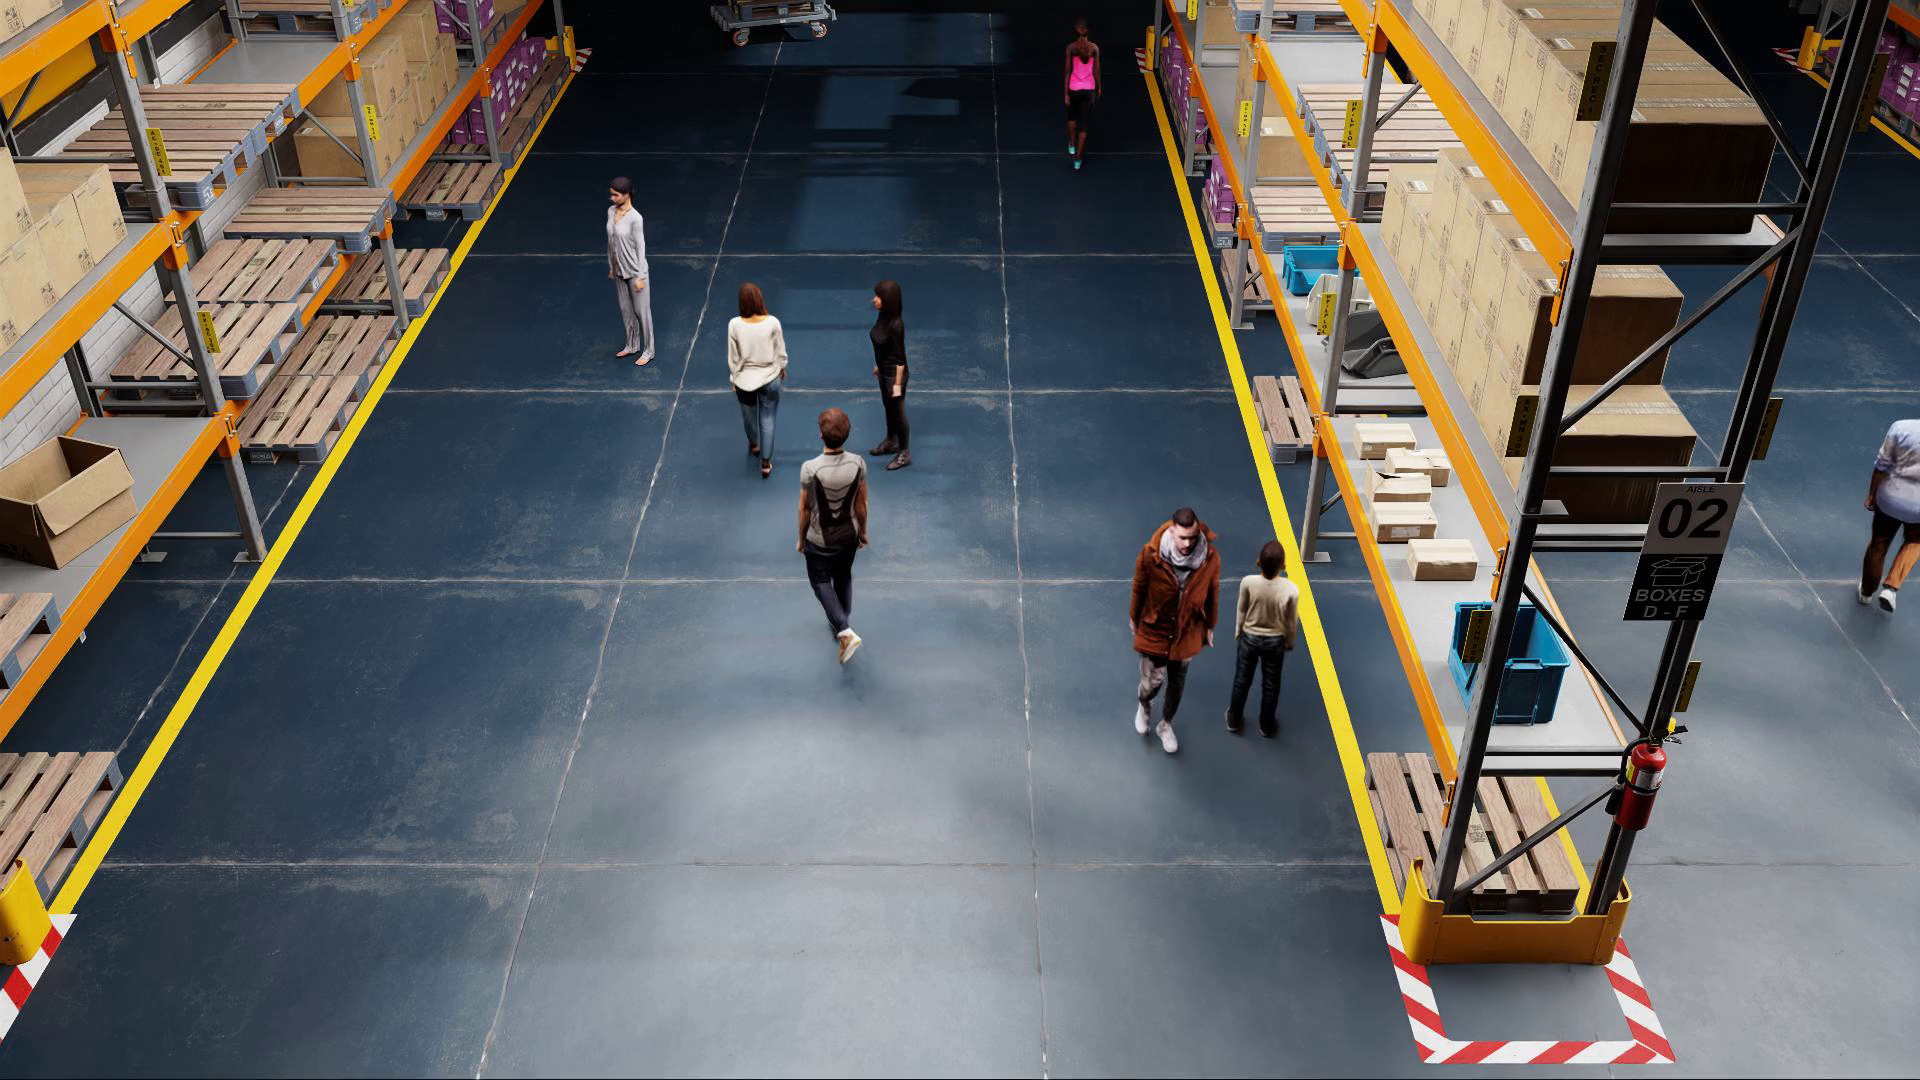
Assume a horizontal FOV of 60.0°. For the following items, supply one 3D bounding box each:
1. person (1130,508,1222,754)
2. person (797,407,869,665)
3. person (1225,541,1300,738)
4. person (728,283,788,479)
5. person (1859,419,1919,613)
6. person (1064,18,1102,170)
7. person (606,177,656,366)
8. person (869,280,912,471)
[{"bbox_3d":[1.321,0.524,10.612,0.738,1.822,0.710,-3,34,-4],"label":"person"},{"bbox_3d":[-0.841,0.005,11.345,0.917,1.876,1.122,-14,36,-19],"label":"person"},{"bbox_3d":[1.959,0.649,10.749,0.584,1.462,0.565,7,34,11],"label":"person"},{"bbox_3d":[-1.629,-1.250,13.424,0.612,1.665,0.744,0,34,0],"label":"person"},{"bbox_3d":[6.720,-0.254,11.787,0.897,1.818,0.965,20,39,27],"label":"person"},{"bbox_3d":[1.396,-5.143,19.251,0.666,1.696,0.970,5,34,8],"label":"person"},{"bbox_3d":[-3.005,-2.466,15.153,0.682,1.776,0.721,23,40,30],"label":"person"},{"bbox_3d":[-0.551,-1.376,13.634,0.713,1.642,0.587,-15,36,-21],"label":"person"}]
